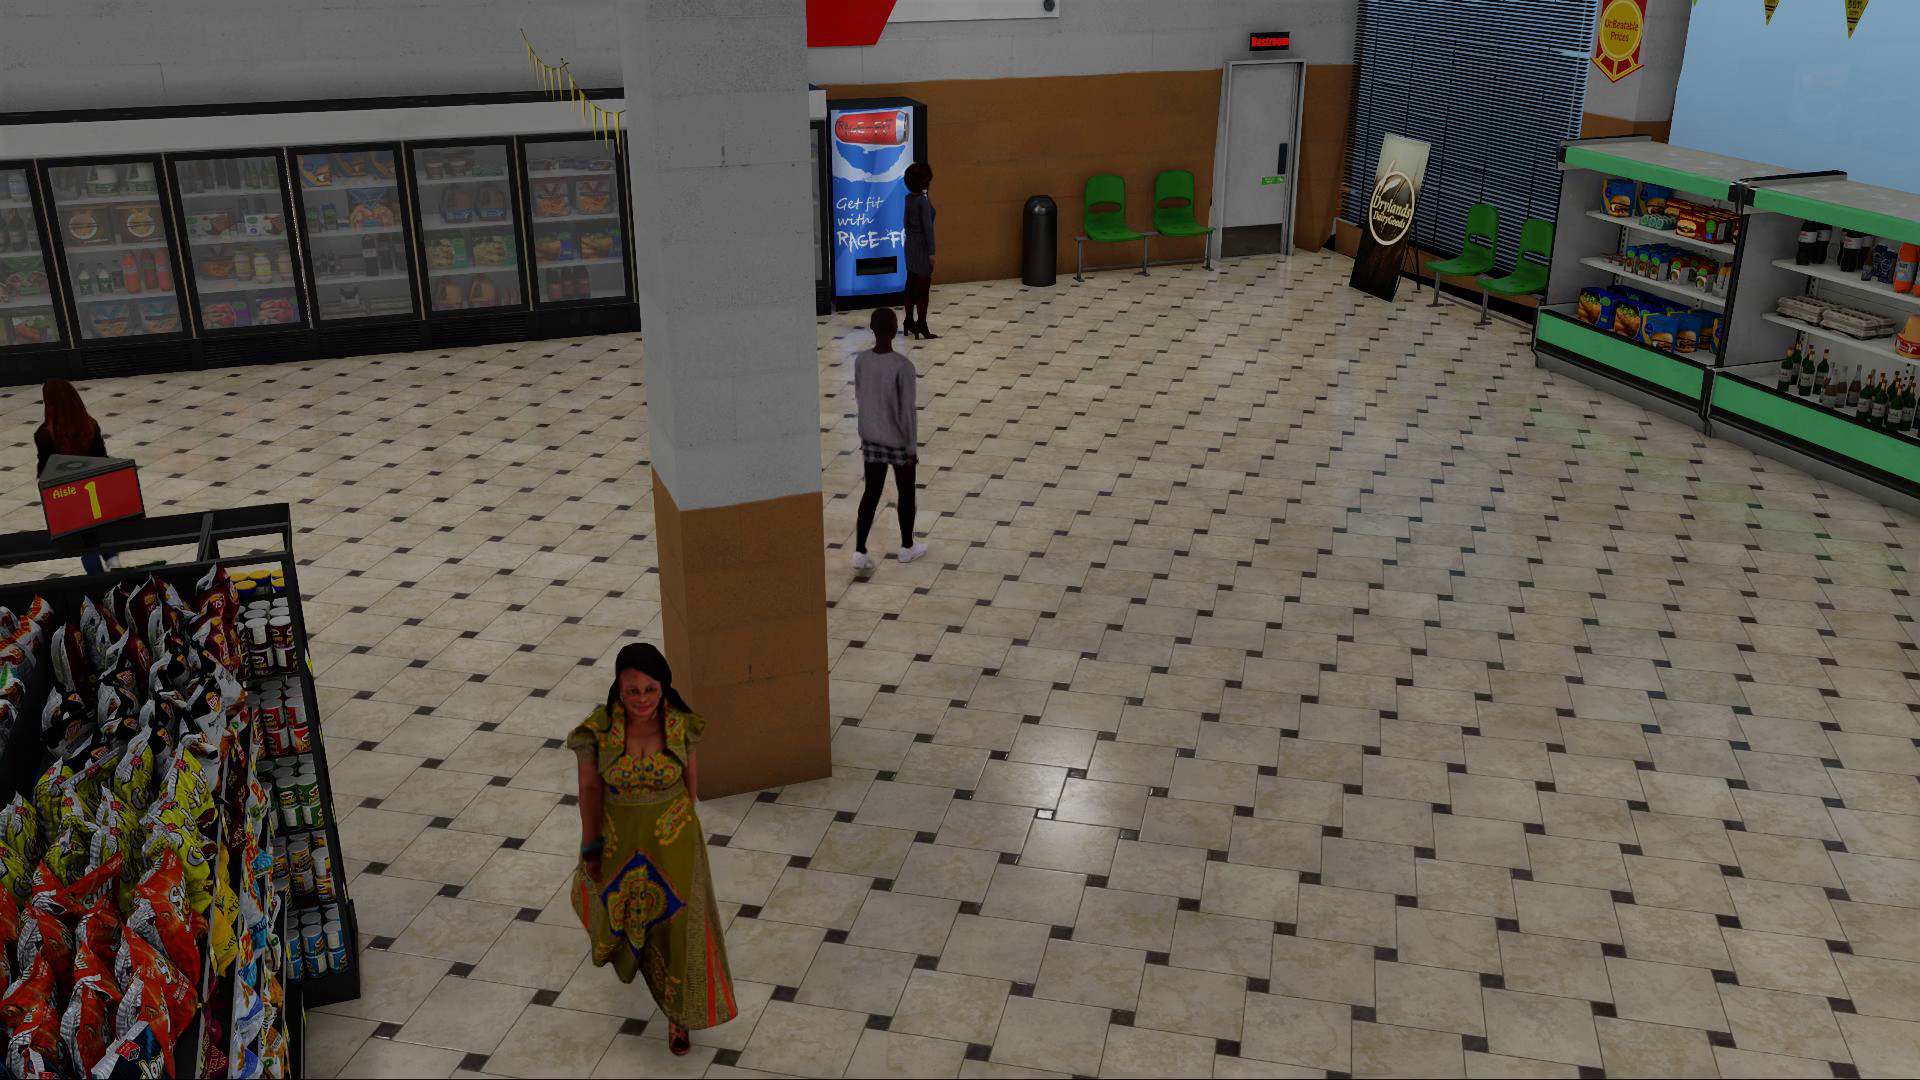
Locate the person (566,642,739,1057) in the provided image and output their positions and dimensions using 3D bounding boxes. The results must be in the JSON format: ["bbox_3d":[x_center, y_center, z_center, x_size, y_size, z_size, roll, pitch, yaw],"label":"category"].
[{"bbox_3d":[-1.277,1.139,6.576,0.704,1.625,1.138,-7,23,-17],"label":"person"}]

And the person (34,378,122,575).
[{"bbox_3d":[-5.410,-0.276,10.298,0.702,1.476,0.659,14,26,31],"label":"person"}]

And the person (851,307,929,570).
[{"bbox_3d":[-0.514,-0.640,10.802,0.951,1.776,0.991,11,25,26],"label":"person"}]

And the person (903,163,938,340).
[{"bbox_3d":[-0.408,-2.847,16.384,0.693,1.710,0.515,-13,25,-29],"label":"person"}]
